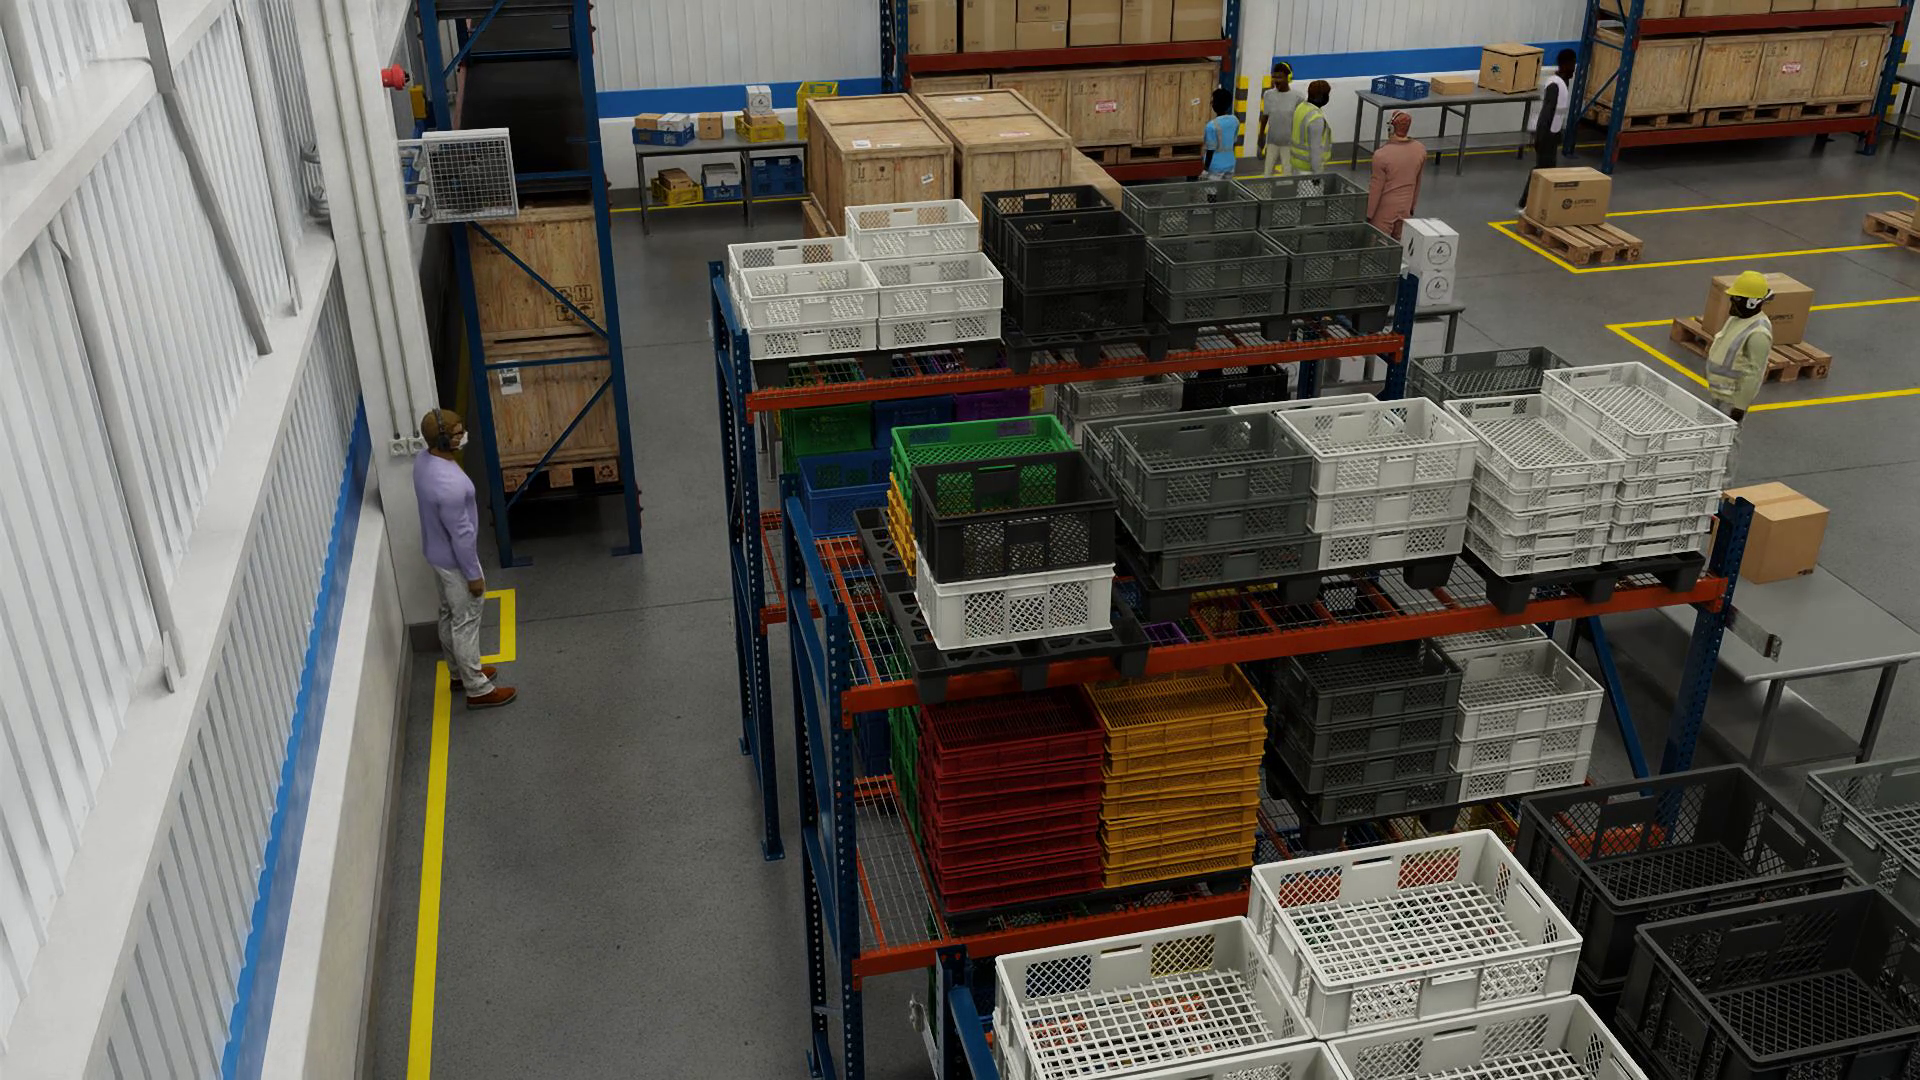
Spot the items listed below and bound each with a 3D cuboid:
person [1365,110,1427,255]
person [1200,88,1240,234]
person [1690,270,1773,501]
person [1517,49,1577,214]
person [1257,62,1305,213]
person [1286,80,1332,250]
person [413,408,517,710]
[{"bbox_3d":[4.269,-3.311,16.557,0.638,1.910,0.407,-14,31,-24],"label":"person"},{"bbox_3d":[2.837,-4.095,18.267,0.321,1.696,0.536,24,36,38],"label":"person"},{"bbox_3d":[5.799,-1.143,12.522,0.404,1.829,0.600,4,28,7],"label":"person"},{"bbox_3d":[6.817,-4.710,19.251,0.443,1.866,0.682,12,30,21],"label":"person"},{"bbox_3d":[3.620,-4.457,18.800,0.529,1.858,0.334,15,31,26],"label":"person"},{"bbox_3d":[3.801,-4.072,18.081,0.429,1.839,0.633,-2,28,-4],"label":"person"},{"bbox_3d":[-3.036,0.107,10.038,0.376,1.940,0.627,-16,32,-28],"label":"person"}]
